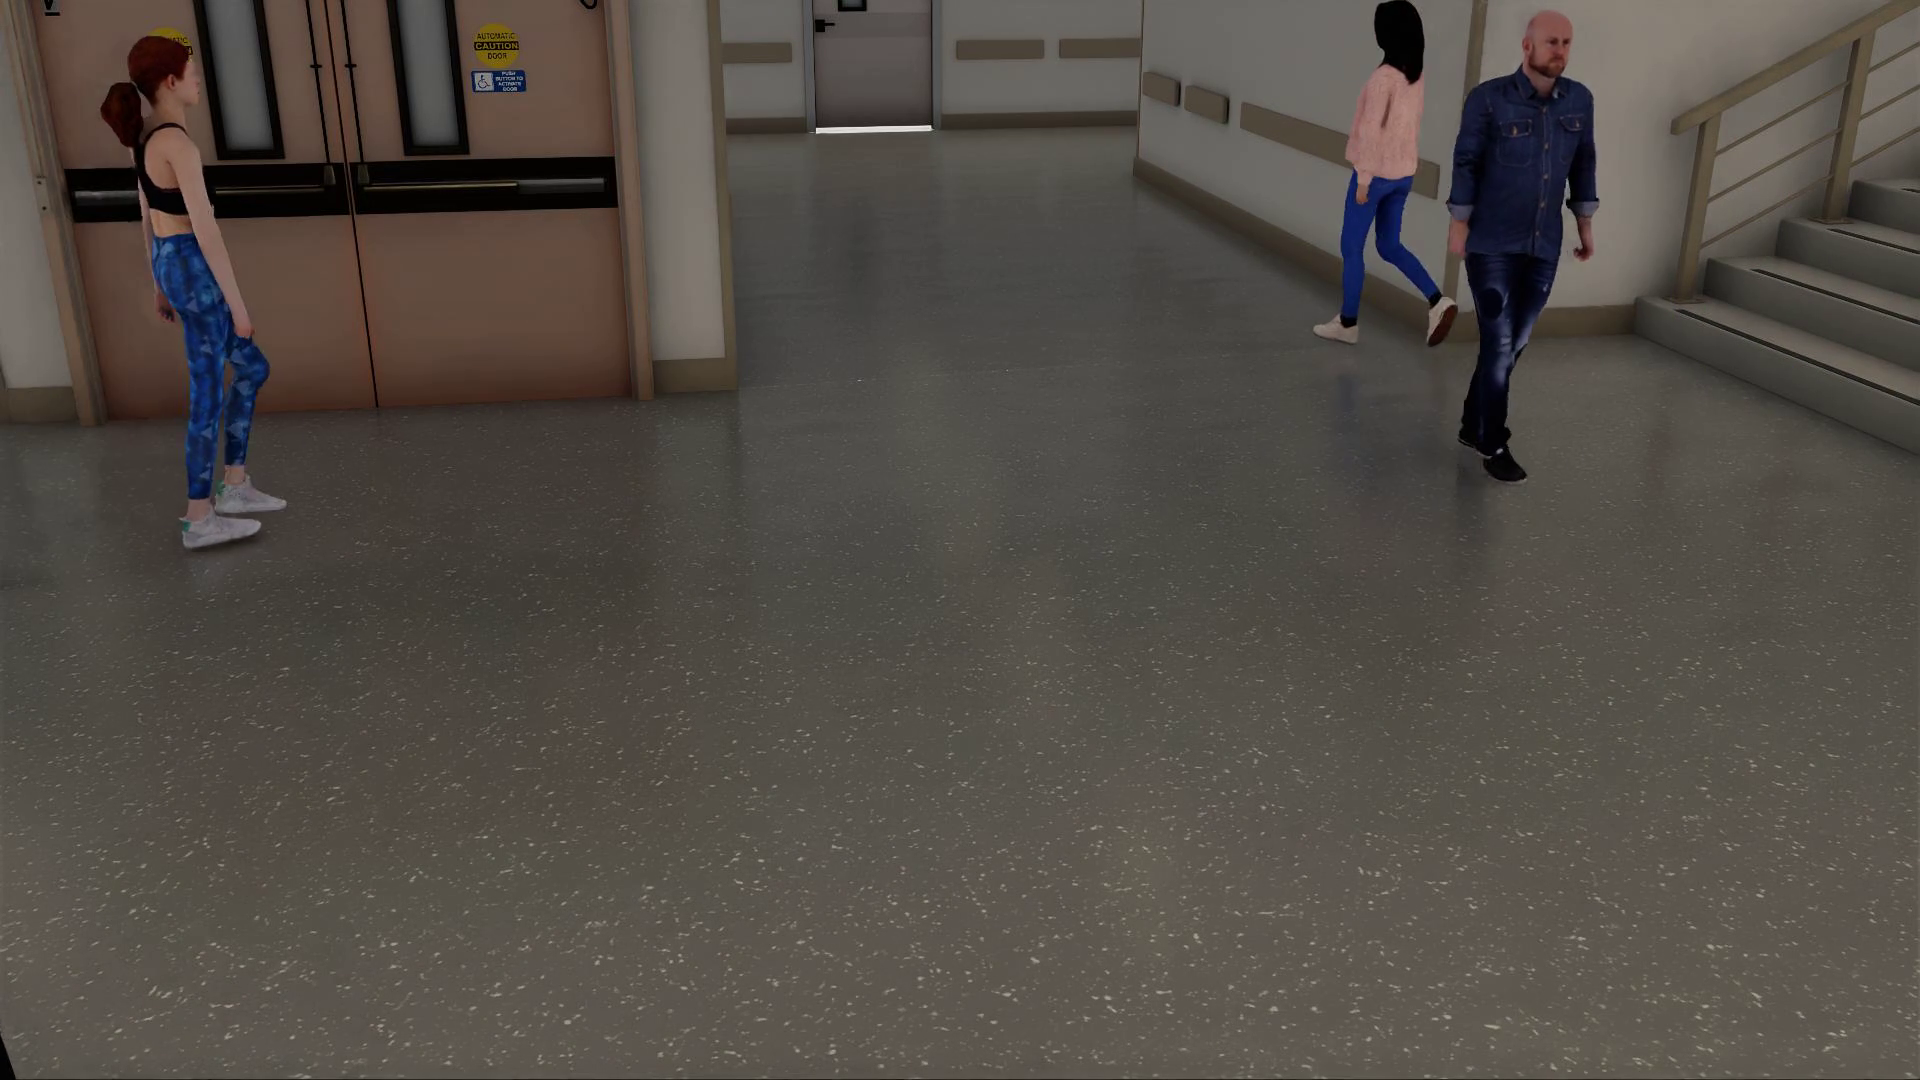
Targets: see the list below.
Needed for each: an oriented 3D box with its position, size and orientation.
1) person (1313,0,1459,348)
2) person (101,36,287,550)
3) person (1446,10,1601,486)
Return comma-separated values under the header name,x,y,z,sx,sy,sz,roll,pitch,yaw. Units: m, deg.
name,x,y,z,sx,sy,sz,roll,pitch,yaw
person,2.209,-1.796,8.403,1.106,1.747,1.052,-17,27,-38
person,-2.735,-0.809,5.763,0.808,1.773,0.746,-18,27,-39
person,2.193,-1.181,6.711,0.899,1.797,0.824,-6,21,-15
